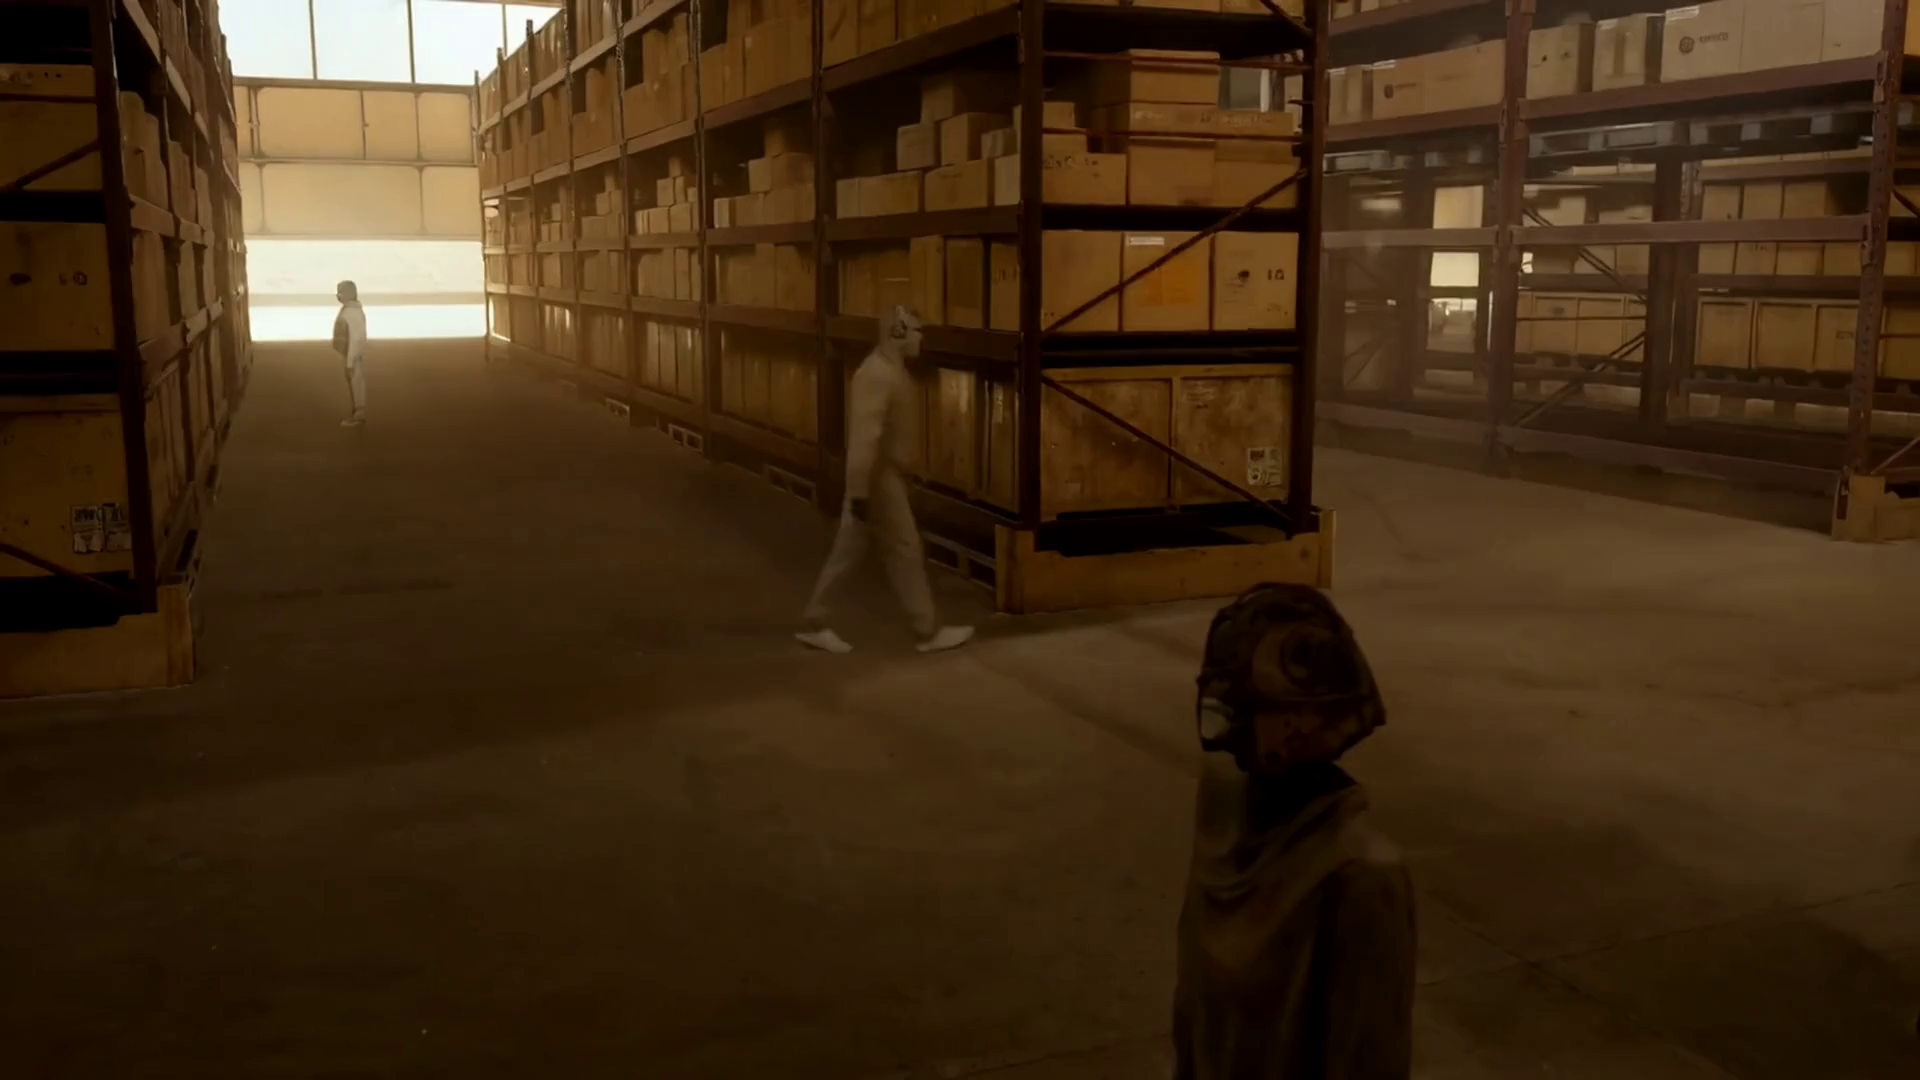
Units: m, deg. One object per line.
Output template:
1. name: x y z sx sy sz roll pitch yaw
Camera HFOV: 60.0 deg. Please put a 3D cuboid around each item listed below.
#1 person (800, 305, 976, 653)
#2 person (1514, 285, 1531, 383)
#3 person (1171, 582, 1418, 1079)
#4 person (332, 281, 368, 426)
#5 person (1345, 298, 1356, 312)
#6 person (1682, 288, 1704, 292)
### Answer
1. person: -0.419 -0.304 8.773 0.942 1.855 0.659 0 9 -3
2. person: 9.811 -3.623 28.682 0.404 1.837 0.593 -4 10 -22
3. person: 0.447 0.865 2.407 0.280 1.633 0.502 -4 10 -22
4. person: -7.766 -2.375 21.195 0.429 1.844 0.626 -4 10 -22
5. person: 6.506 -3.508 28.196 0.305 1.772 0.527 -4 10 -22
6. person: 18.928 -5.974 43.058 0.586 1.733 0.399 6 11 33
